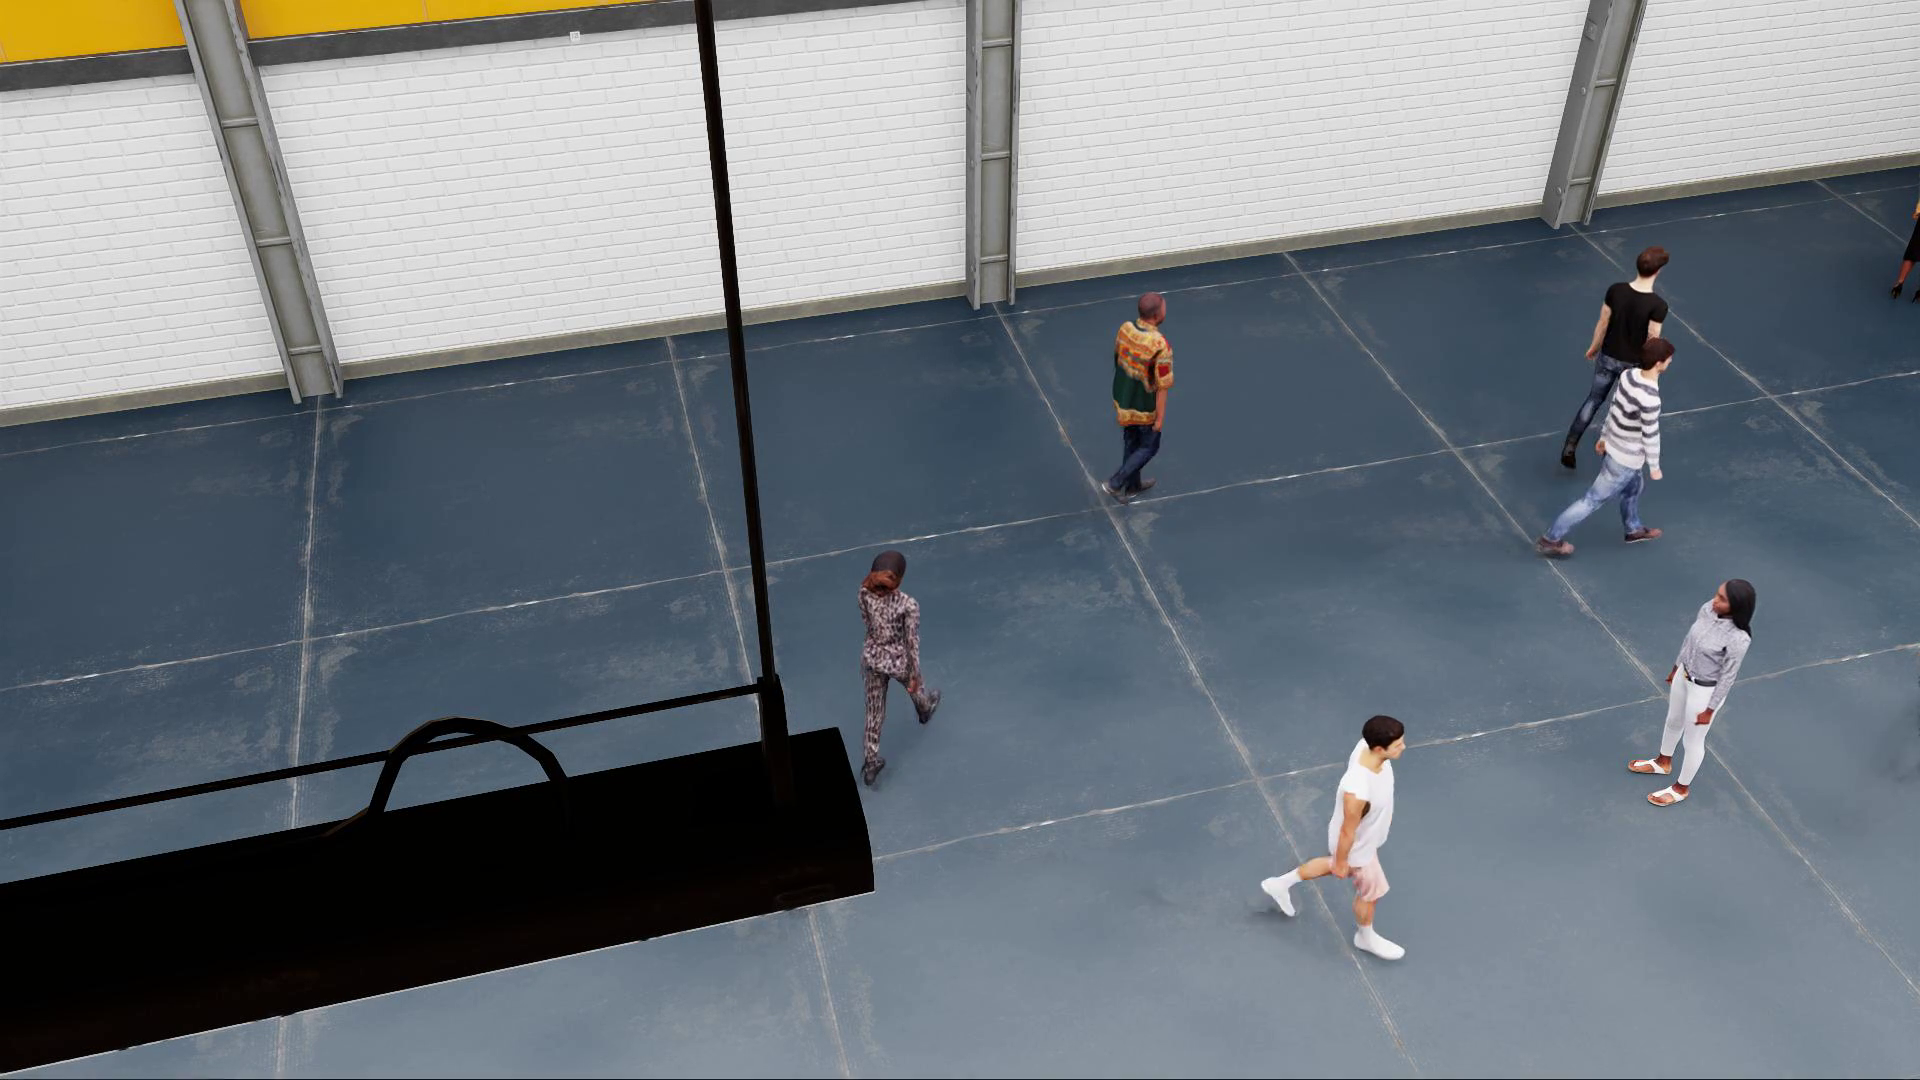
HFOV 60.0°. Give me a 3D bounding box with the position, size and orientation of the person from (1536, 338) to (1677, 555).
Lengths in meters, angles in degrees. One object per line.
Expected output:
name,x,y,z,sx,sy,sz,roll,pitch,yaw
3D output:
person,4.699,-0.608,12.006,1.287,1.802,0.910,1,39,1

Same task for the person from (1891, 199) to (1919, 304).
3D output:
person,8.826,-2.904,15.000,0.666,1.654,0.702,27,46,30

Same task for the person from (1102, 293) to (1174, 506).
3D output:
person,1.287,-1.018,12.526,0.963,1.794,0.867,-26,45,-28

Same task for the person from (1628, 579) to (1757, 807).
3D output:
person,4.515,0.910,10.167,0.545,1.724,0.627,-5,39,-6

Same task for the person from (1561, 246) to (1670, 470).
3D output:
person,5.089,-1.371,12.906,1.078,1.872,1.261,29,47,32

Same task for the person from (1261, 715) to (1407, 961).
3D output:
person,2.126,1.619,9.253,1.200,1.758,1.066,14,41,17

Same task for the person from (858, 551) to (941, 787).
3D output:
person,-0.483,0.820,10.325,1.095,1.669,1.084,15,41,18
